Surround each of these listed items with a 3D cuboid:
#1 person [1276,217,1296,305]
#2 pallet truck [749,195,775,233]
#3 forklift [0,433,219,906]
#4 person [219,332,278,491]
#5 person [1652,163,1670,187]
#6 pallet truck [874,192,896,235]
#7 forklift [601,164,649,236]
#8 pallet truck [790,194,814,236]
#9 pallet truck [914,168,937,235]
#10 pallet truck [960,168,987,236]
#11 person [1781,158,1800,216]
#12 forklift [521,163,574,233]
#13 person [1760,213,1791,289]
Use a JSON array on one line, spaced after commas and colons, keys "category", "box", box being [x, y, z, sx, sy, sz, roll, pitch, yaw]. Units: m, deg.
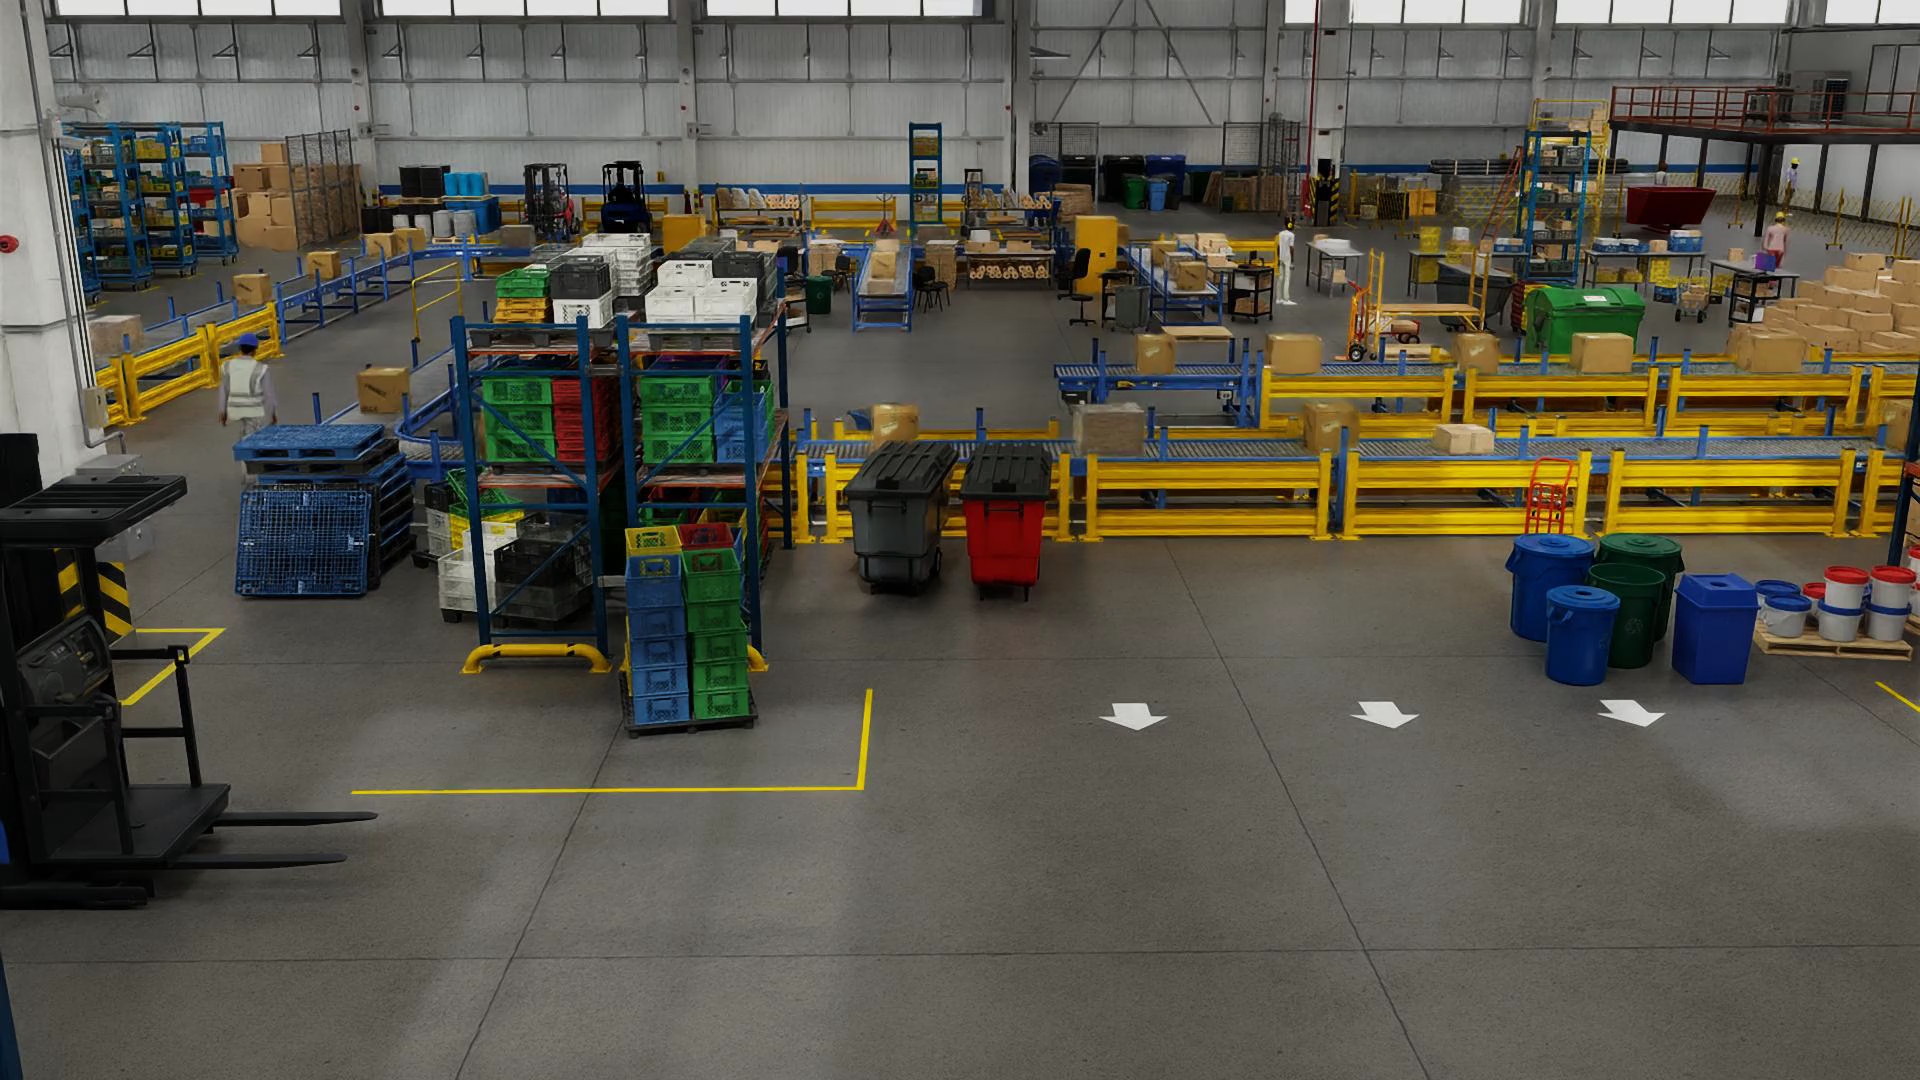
[{"category": "person", "box": [7.006, -5.987, 35.699, 0.334, 1.864, 0.517, -8, 18, -26]}, {"category": "pallet truck", "box": [-6.051, -9.967, 50.660, 0.680, 1.201, 1.601, 0, 16, -1]}, {"category": "forklift", "box": [-5.952, 0.780, 10.366, 1.873, 2.768, 1.129, 0, 16, -1]}, {"category": "person", "box": [-8.619, -1.564, 20.225, 0.640, 1.914, 0.617, 1, 16, 5]}, {"category": "person", "box": [22.922, -11.384, 54.424, 0.361, 1.882, 0.575, -11, 19, -33]}, {"category": "pallet truck", "box": [-2.277, -9.986, 50.594, 0.653, 1.274, 1.630, 0, 16, -1]}, {"category": "forklift", "box": [-9.948, -10.127, 49.296, 1.157, 1.987, 2.680, -1, 16, -3]}, {"category": "pallet truck", "box": [-4.814, -9.883, 50.259, 0.704, 1.261, 1.522, -1, 16, -3]}, {"category": "pallet truck", "box": [-0.989, -10.316, 50.507, 0.823, 1.965, 1.885, 1, 16, 3]}, {"category": "pallet truck", "box": [0.383, -10.230, 50.206, 0.823, 1.965, 1.885, -1, 16, -3]}, {"category": "person", "box": [28.121, -11.937, 56.265, 0.593, 1.924, 0.381, -14, 21, -40]}, {"category": "forklift", "box": [-12.233, -10.122, 49.298, 1.157, 1.987, 2.680, 0, 16, -1]}, {"category": "person", "box": [18.773, -6.667, 38.315, 0.535, 1.717, 0.903, 4, 16, 13]}]
